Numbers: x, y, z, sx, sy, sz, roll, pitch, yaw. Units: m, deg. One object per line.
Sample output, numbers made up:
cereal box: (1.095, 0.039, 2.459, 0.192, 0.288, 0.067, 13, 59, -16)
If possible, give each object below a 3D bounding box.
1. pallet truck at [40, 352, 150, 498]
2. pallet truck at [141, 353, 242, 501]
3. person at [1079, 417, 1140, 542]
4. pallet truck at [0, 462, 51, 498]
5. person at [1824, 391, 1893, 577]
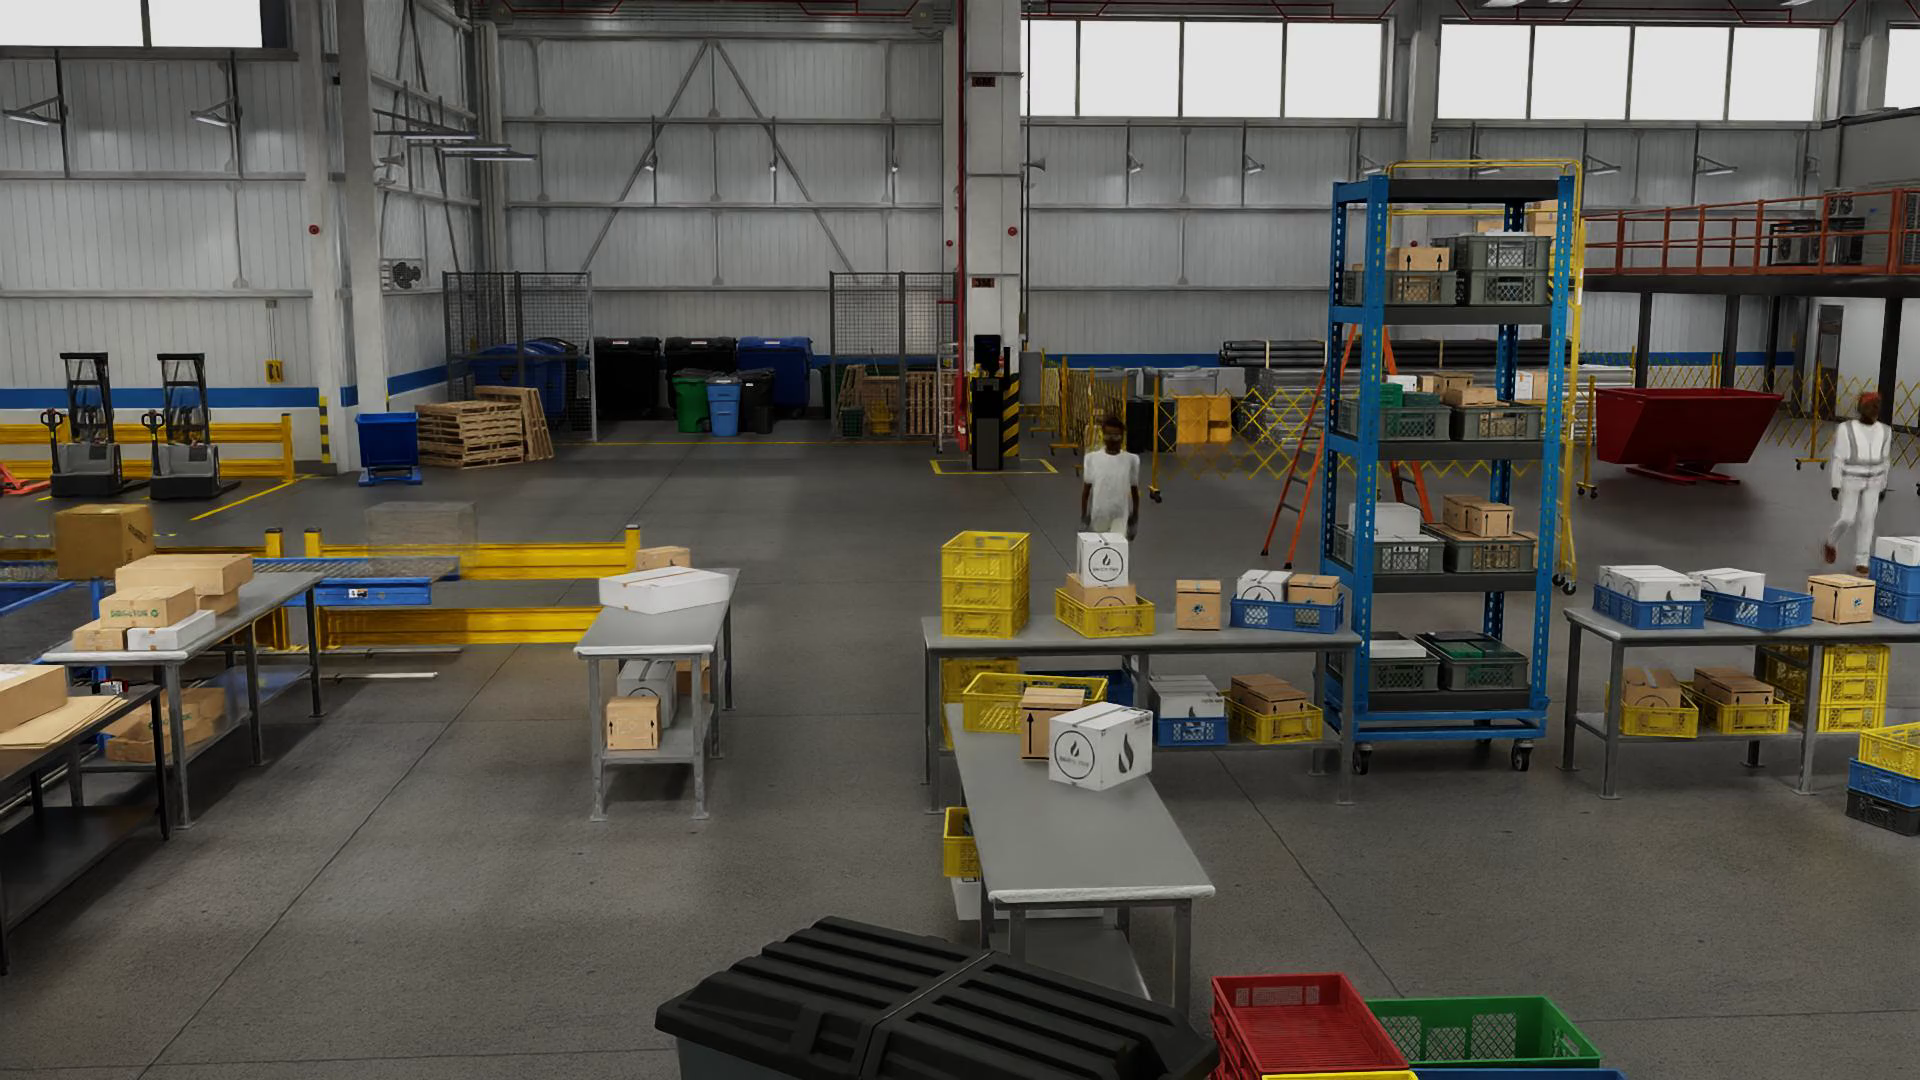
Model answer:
pallet truck: (-11.907, -1.642, 23.165, 0.823, 1.965, 1.885, 0, 9, 0)
pallet truck: (-10.520, -1.604, 22.925, 0.823, 1.965, 1.885, -1, 9, -6)
person: (1.311, -0.177, 14.531, 0.513, 1.831, 0.973, 2, 9, 11)
pallet truck: (-13.193, -1.293, 23.148, 0.653, 1.274, 1.630, -1, 9, -4)
person: (9.124, -0.579, 16.888, 0.590, 1.870, 0.625, 0, 9, 1)
